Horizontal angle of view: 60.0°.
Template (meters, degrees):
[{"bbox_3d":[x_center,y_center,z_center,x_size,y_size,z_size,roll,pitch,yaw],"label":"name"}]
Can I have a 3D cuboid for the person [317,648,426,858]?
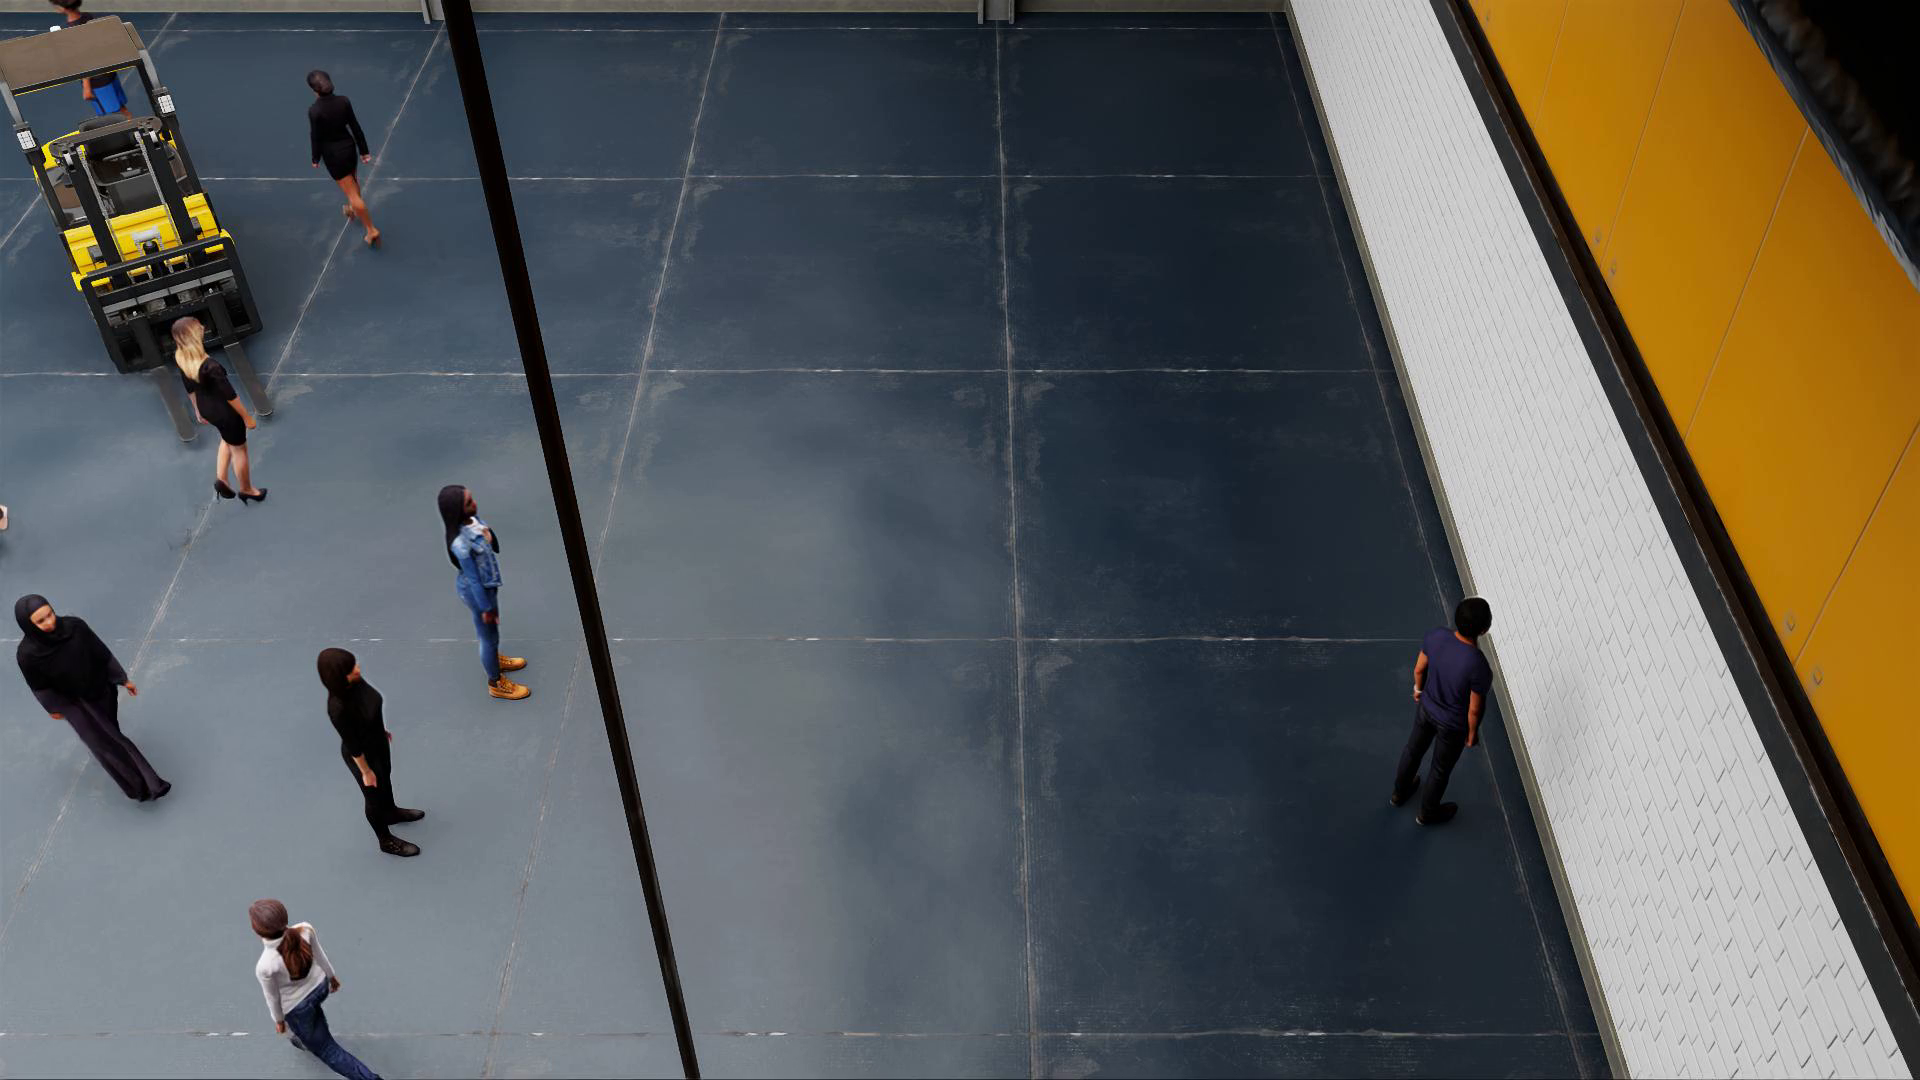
[{"bbox_3d":[-3.466,1.212,9.689,0.506,1.642,0.574,-3,44,-3],"label":"person"}]

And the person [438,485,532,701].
[{"bbox_3d":[-3.060,0.311,10.585,0.580,1.712,0.639,-9,44,-9],"label":"person"}]

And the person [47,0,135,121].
[{"bbox_3d":[-7.953,-4.292,15.358,0.558,1.792,0.606,2,44,2],"label":"person"}]

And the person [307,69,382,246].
[{"bbox_3d":[-5.295,-3.265,14.410,1.002,1.613,0.898,27,50,26],"label":"person"}]

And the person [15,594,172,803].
[{"bbox_3d":[-5.360,0.871,10.076,1.193,1.603,0.987,23,48,22],"label":"person"}]

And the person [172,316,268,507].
[{"bbox_3d":[-5.322,-0.850,11.838,0.707,1.665,0.766,25,49,24],"label":"person"}]

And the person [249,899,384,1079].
[{"bbox_3d":[-3.307,2.388,8.537,1.092,1.529,0.819,18,47,18],"label":"person"}]

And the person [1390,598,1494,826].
[{"bbox_3d":[2.846,1.010,9.791,0.746,1.793,0.721,-28,50,-26],"label":"person"}]
